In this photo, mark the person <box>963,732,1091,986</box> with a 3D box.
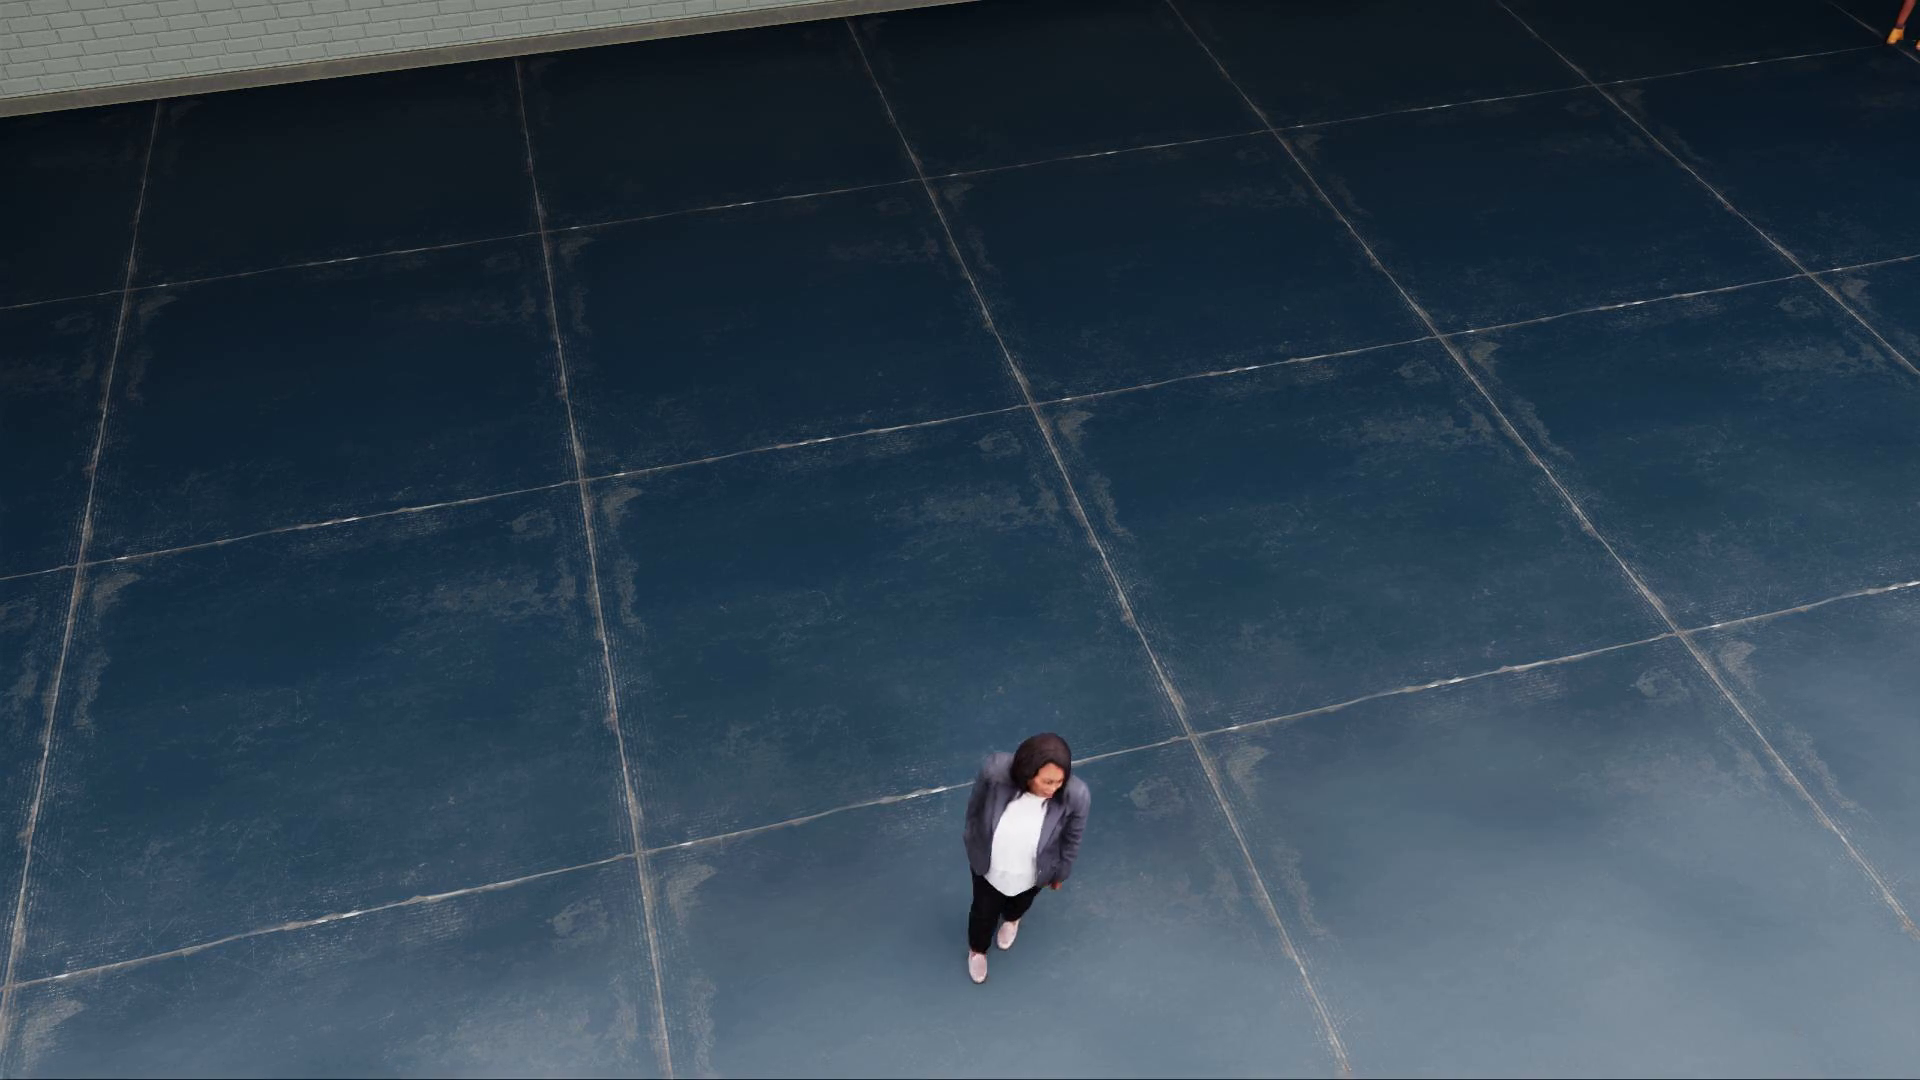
[{"bbox_3d":[0.248,1.372,7.571,0.849,1.564,0.873,14,45,14],"label":"person"}]
